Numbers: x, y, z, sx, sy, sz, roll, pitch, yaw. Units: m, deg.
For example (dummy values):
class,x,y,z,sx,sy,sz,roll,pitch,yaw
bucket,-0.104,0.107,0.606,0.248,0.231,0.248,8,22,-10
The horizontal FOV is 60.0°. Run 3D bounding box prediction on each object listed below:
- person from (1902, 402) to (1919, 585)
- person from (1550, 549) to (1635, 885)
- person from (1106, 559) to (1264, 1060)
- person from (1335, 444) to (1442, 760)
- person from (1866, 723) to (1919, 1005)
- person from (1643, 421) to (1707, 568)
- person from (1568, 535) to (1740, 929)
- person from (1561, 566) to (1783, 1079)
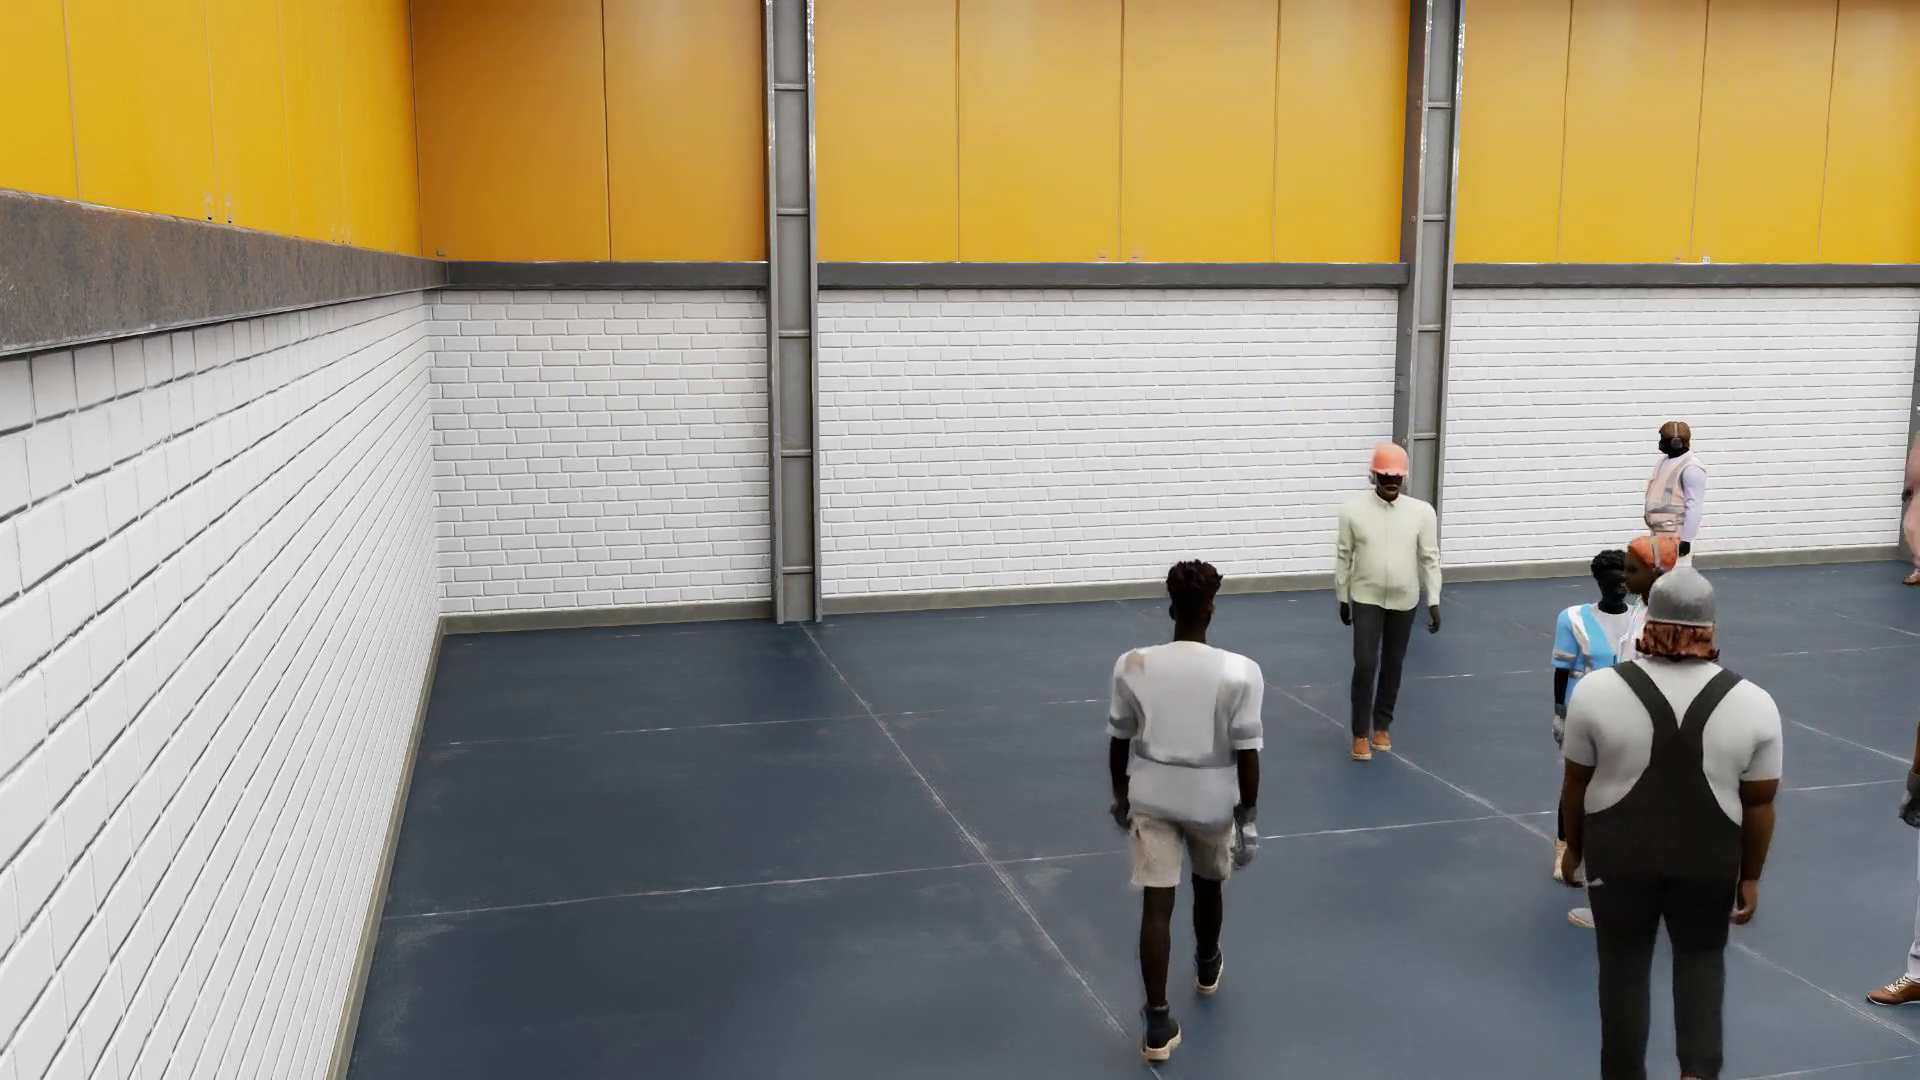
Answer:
class,x,y,z,sx,sy,sz,roll,pitch,yaw
person,9.361,-0.493,16.170,0.540,1.890,0.666,3,9,15
person,3.207,0.879,8.233,0.569,1.696,0.318,2,9,9
person,0.896,1.020,6.658,0.625,1.911,0.995,2,9,15
person,2.679,0.395,10.365,0.620,1.966,0.756,1,9,5
person,3.993,1.041,6.653,0.328,1.873,0.520,-3,9,-15
person,5.821,-0.058,13.616,0.430,1.840,0.621,0,9,0
person,3.227,0.889,7.618,0.689,1.863,0.571,2,9,13
person,2.472,1.079,5.888,0.687,2.000,0.537,3,9,16
